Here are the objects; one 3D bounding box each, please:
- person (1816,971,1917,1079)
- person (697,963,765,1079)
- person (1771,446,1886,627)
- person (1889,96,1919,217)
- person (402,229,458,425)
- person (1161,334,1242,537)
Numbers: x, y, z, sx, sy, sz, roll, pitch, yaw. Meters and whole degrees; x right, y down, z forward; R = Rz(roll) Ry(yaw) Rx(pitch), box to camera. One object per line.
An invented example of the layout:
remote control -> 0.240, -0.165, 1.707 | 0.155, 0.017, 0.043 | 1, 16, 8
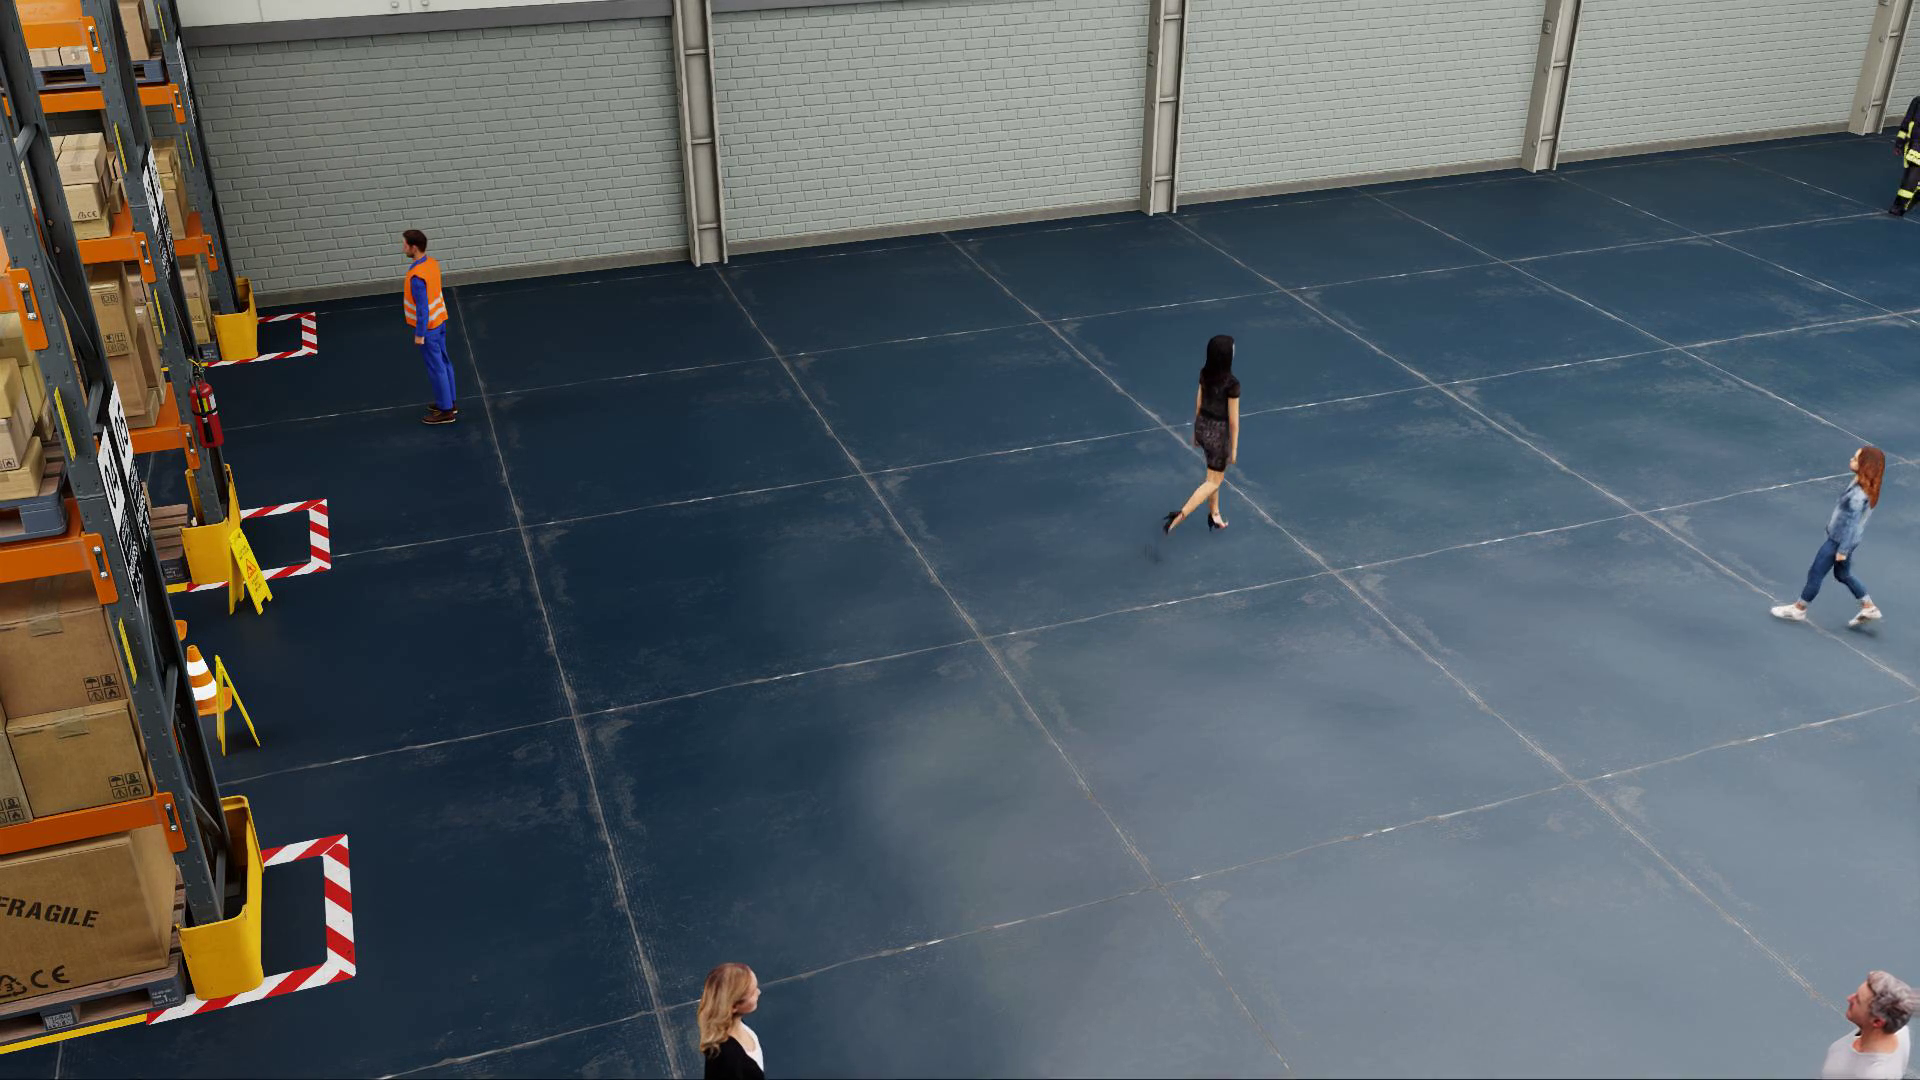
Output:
person -> 3.722, 2.564, 7.000 | 0.823, 1.828, 0.720 | 17, 32, 28
person -> -0.989, 2.531, 7.099 | 0.616, 1.794, 0.657 | -4, 28, -8
person -> 6.555, 0.008, 12.196 | 0.985, 1.455, 0.971 | 17, 32, 28
person -> 12.449, -5.114, 21.463 | 1.295, 1.785, 0.957 | -19, 34, -32
person -> -4.960, -2.007, 15.545 | 0.703, 1.863, 0.745 | -2, 28, -3
person -> 1.958, -0.763, 13.314 | 1.092, 1.766, 0.778 | -19, 33, -31
